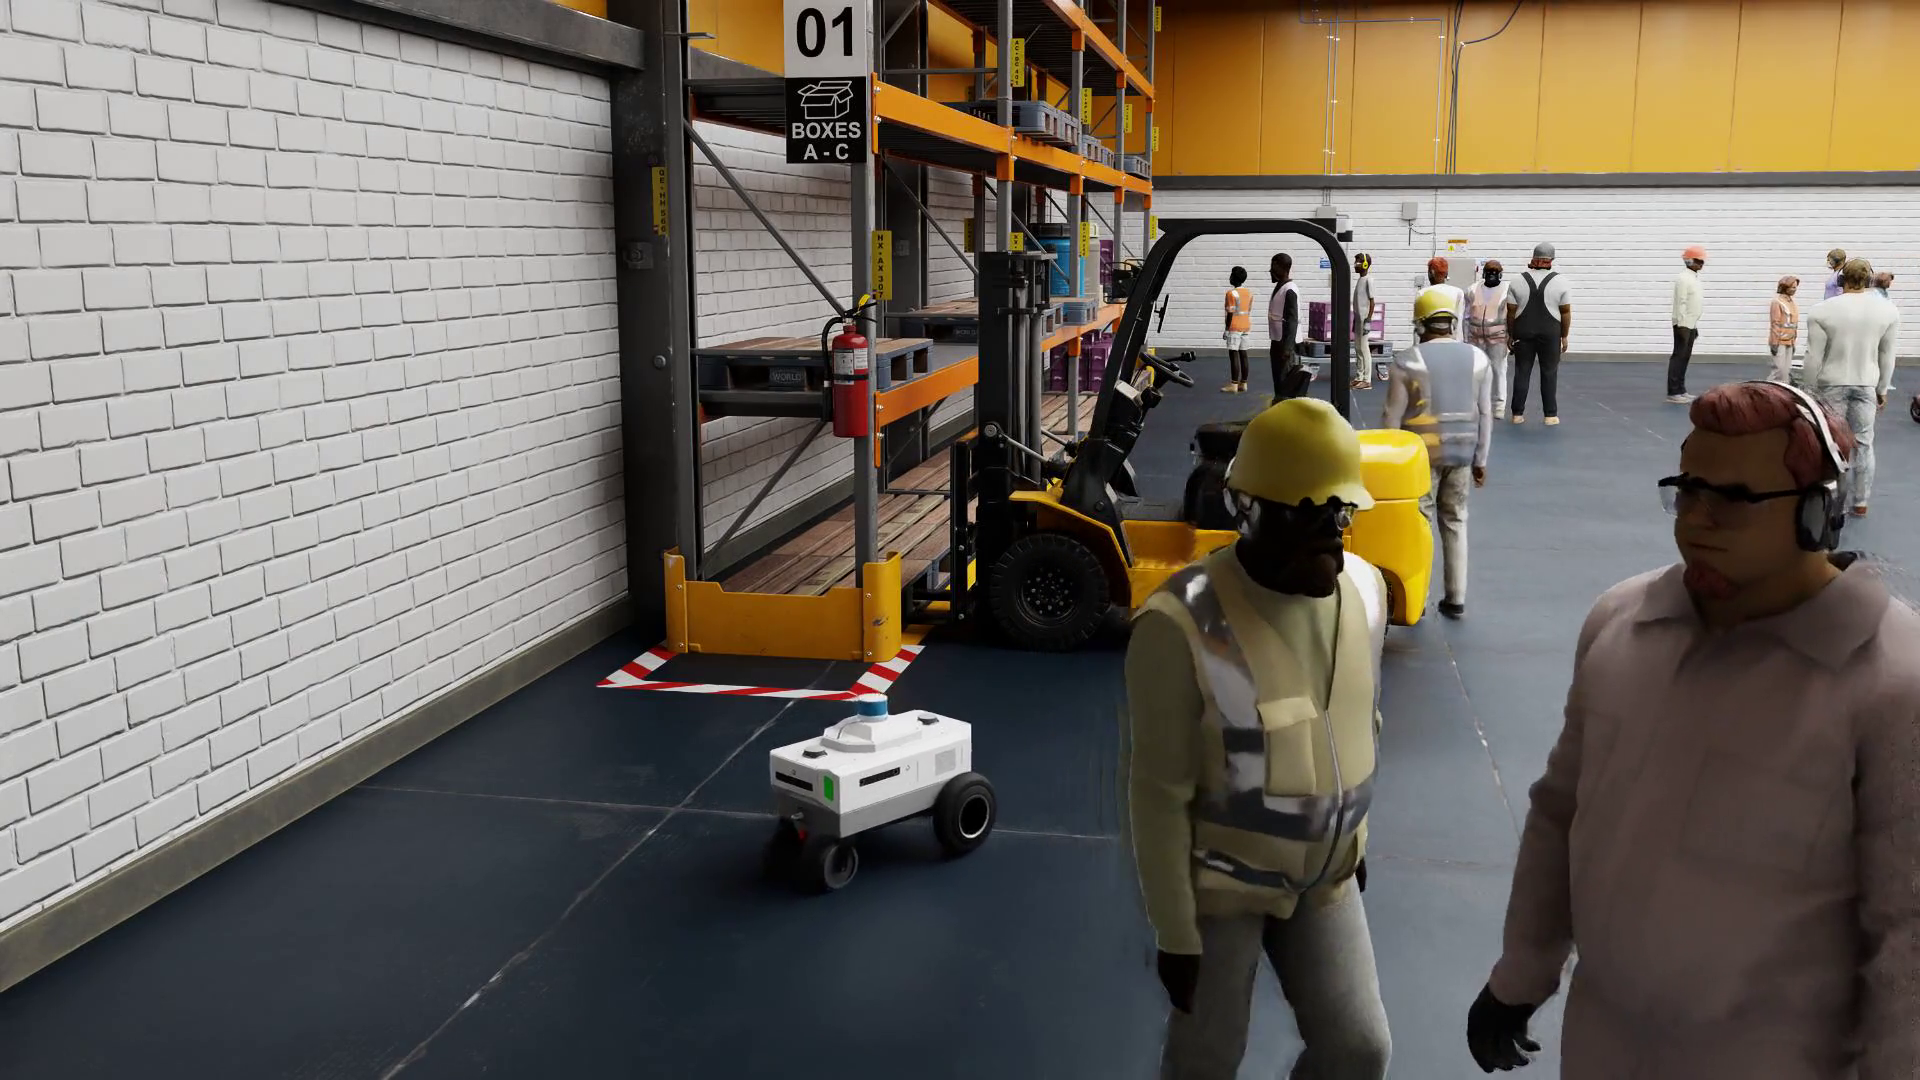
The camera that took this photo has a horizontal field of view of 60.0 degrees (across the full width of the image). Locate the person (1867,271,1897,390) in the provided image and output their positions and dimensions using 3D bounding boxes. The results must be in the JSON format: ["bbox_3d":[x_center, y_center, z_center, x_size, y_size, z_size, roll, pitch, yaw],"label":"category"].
[{"bbox_3d":[12.609,-2.891,22.946,0.532,1.619,0.625,-5,11,-26],"label":"person"}]

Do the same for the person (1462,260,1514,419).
[{"bbox_3d":[6.105,-2.302,19.175,0.643,1.833,0.431,7,13,35],"label":"person"}]

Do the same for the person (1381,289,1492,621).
[{"bbox_3d":[2.592,-0.464,9.137,0.613,1.809,0.441,-2,11,-12],"label":"person"}]

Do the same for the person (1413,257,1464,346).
[{"bbox_3d":[4.912,-1.972,17.192,0.576,1.882,0.355,-4,11,-22],"label":"person"}]

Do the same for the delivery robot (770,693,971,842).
[{"bbox_3d":[-0.293,0.760,5.596,0.477,0.478,0.707,10,14,43],"label":"delivery robot"}]

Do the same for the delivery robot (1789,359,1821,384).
[{"bbox_3d":[11.673,-2.351,22.655,0.707,0.478,0.477,-3,11,-19],"label":"delivery robot"}]

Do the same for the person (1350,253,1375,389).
[{"bbox_3d":[5.533,-3.015,22.943,0.313,1.869,0.538,-1,10,-7],"label":"person"}]

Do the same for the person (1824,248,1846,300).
[{"bbox_3d":[12.007,-3.027,22.839,0.372,1.934,0.627,4,11,23],"label":"person"}]

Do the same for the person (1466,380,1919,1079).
[{"bbox_3d":[1.042,0.719,2.391,0.472,1.901,0.671,-4,11,-21],"label":"person"}]

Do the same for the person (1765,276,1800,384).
[{"bbox_3d":[9.782,-2.323,19.814,0.522,1.633,0.404,-9,14,-40],"label":"person"}]

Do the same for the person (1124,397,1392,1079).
[{"bbox_3d":[0.583,0.627,3.155,0.667,1.808,0.499,-6,12,-31],"label":"person"}]

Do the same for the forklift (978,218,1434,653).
[{"bbox_3d":[1.285,-0.567,8.635,2.313,2.155,1.214,2,11,11],"label":"forklift"}]

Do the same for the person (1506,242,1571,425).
[{"bbox_3d":[6.481,-2.312,18.623,0.690,2.000,0.537,6,12,28],"label":"person"}]

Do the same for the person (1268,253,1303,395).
[{"bbox_3d":[3.461,-2.104,17.813,0.375,1.917,0.598,-1,10,-4],"label":"person"}]

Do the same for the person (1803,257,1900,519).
[{"bbox_3d":[6.583,-1.120,12.366,0.629,1.940,0.377,2,11,12],"label":"person"}]

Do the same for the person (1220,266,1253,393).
[{"bbox_3d":[3.729,-2.831,22.404,0.317,1.699,0.539,9,14,41],"label":"person"}]

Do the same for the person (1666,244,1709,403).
[{"bbox_3d":[9.203,-2.729,21.032,0.393,1.992,0.620,8,13,38],"label":"person"}]

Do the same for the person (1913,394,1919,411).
[{"bbox_3d":[10.802,-2.140,18.154,0.679,1.872,0.649,-8,13,-36],"label":"person"}]
